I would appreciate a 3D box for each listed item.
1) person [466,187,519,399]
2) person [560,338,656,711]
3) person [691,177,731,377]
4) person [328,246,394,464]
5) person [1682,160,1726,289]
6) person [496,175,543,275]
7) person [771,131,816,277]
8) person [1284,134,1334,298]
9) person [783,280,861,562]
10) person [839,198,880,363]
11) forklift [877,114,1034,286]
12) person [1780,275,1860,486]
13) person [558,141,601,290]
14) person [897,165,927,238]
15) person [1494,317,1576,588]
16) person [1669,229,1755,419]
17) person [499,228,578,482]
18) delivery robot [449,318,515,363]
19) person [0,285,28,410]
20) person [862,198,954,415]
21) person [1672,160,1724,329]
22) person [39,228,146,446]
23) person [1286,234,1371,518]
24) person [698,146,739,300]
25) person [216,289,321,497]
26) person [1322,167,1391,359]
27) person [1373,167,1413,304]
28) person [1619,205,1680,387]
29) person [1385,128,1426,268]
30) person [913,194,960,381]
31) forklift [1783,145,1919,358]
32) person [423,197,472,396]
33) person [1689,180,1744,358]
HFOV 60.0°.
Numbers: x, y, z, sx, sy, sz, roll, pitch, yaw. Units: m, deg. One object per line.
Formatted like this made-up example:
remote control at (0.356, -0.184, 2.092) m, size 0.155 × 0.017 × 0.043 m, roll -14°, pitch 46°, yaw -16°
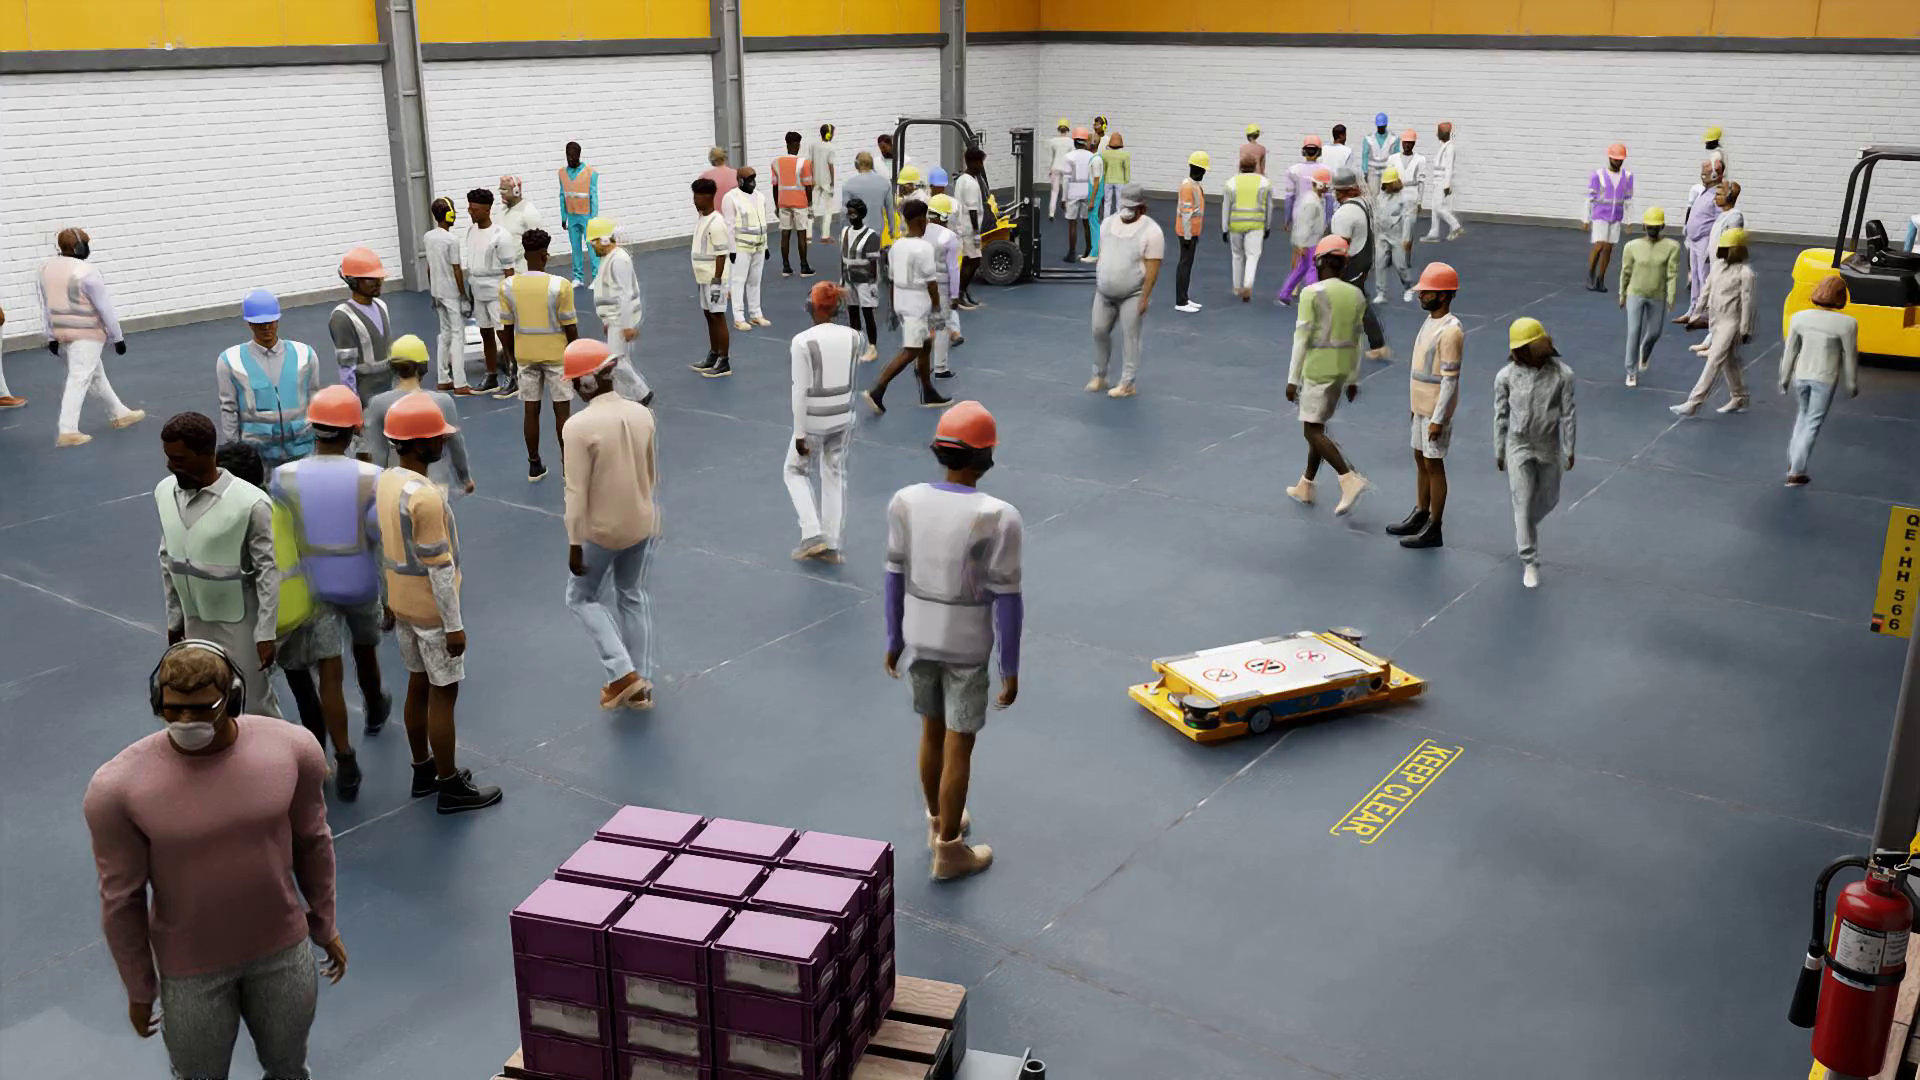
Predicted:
person at (-4.414, -2.314, 15.614) m, size 0.602 × 1.967 × 0.367 m, roll 13°, pitch 22°, yaw 34°
person at (-1.811, -0.056, 8.567) m, size 0.494 × 1.958 × 0.644 m, roll 12°, pitch 21°, yaw 32°
person at (-2.487, -2.616, 16.559) m, size 0.367 × 1.966 × 0.605 m, roll -8°, pitch 19°, yaw -24°
person at (-3.961, -0.961, 11.257) m, size 0.397 × 2.044 × 0.609 m, roll 3°, pitch 18°, yaw 8°
person at (9.610, -4.025, 21.405) m, size 0.572 × 1.684 × 0.352 m, roll 6°, pitch 19°, yaw 17°
person at (-4.614, -2.840, 17.357) m, size 0.644 × 1.907 × 0.399 m, roll 15°, pitch 23°, yaw 39°
person at (-2.268, -4.586, 22.732) m, size 0.603 × 1.958 × 0.383 m, roll 7°, pitch 19°, yaw 20°
person at (4.407, -4.082, 21.031) m, size 0.605 × 2.038 × 0.387 m, roll 5°, pitch 18°, yaw 16°
person at (-0.910, -0.775, 10.958) m, size 0.575 × 1.867 × 0.418 m, roll -16°, pitch 24°, yaw -41°
person at (-1.041, -2.690, 17.241) m, size 0.536 × 1.693 × 0.320 m, roll 17°, pitch 24°, yaw 42°
forklift at (-0.171, -4.594, 22.377) m, size 2.313 × 2.155 × 1.214 m, roll 1°, pitch 18°, yaw 3°
person at (6.616, -1.219, 12.762) m, size 0.570 × 1.616 × 0.507 m, roll -11°, pitch 21°, yaw -30°
person at (-4.955, -4.236, 21.735) m, size 0.585 × 1.908 × 0.390 m, roll 7°, pitch 19°, yaw 21°
person at (-0.574, -3.492, 19.565) m, size 0.509 × 1.799 × 0.640 m, roll 0°, pitch 18°, yaw 0°
person at (3.663, -0.604, 10.700) m, size 0.527 × 1.698 × 0.729 m, roll 2°, pitch 18°, yaw 7°
person at (6.782, -1.924, 14.842) m, size 0.916 × 1.694 × 0.502 m, roll -4°, pitch 18°, yaw -12°
person at (-3.200, -1.408, 12.793) m, size 0.602 × 1.959 × 0.371 m, roll 2°, pitch 18°, yaw 6°
delivery robot at (-4.831, -1.988, 16.726) m, size 0.707 × 0.478 × 0.477 m, roll -12°, pitch 21°, yaw -33°
person at (-8.932, -2.163, 15.173) m, size 0.616 × 1.945 × 0.404 m, roll 10°, pitch 20°, yaw 29°
person at (-0.492, -2.093, 14.990) m, size 0.924 × 1.931 × 0.622 m, roll -10°, pitch 20°, yaw -27°
person at (8.515, -3.379, 19.054) m, size 0.406 × 1.902 × 0.637 m, roll 1°, pitch 18°, yaw 4°
person at (-7.418, -1.739, 14.115) m, size 0.647 × 1.787 × 0.975 m, roll 8°, pitch 20°, yaw 25°
person at (2.725, -1.173, 12.016) m, size 0.684 × 1.990 × 0.819 m, roll -12°, pitch 21°, yaw -34°
person at (-2.904, -3.954, 20.829) m, size 0.737 × 1.912 × 0.616 m, roll 1°, pitch 18°, yaw 4°
person at (-4.174, -0.568, 10.183) m, size 0.605 × 1.948 × 0.391 m, roll -12°, pitch 21°, yaw -33°
person at (4.125, -2.913, 17.368) m, size 0.937 × 2.000 × 0.688 m, roll 6°, pitch 19°, yaw 19°
person at (5.407, -3.788, 20.673) m, size 0.685 × 1.693 × 0.539 m, roll -16°, pitch 24°, yaw -42°
person at (6.705, -2.407, 16.260) m, size 0.520 × 1.741 × 0.676 m, roll 5°, pitch 18°, yaw 14°
person at (6.269, -4.823, 23.503) m, size 0.545 × 1.942 × 0.354 m, roll 6°, pitch 19°, yaw 19°
person at (-0.230, -2.486, 16.400) m, size 0.595 × 1.820 × 0.403 m, roll 14°, pitch 22°, yaw 36°
forklift at (9.803, -2.879, 17.013) m, size 2.313 × 2.155 × 1.214 m, roll 12°, pitch 21°, yaw 33°
person at (-4.834, -2.298, 15.747) m, size 0.523 × 1.860 × 0.318 m, roll 15°, pitch 23°, yaw 39°
person at (7.974, -2.831, 17.429) m, size 0.325 × 1.843 × 0.517 m, roll 3°, pitch 18°, yaw 9°
